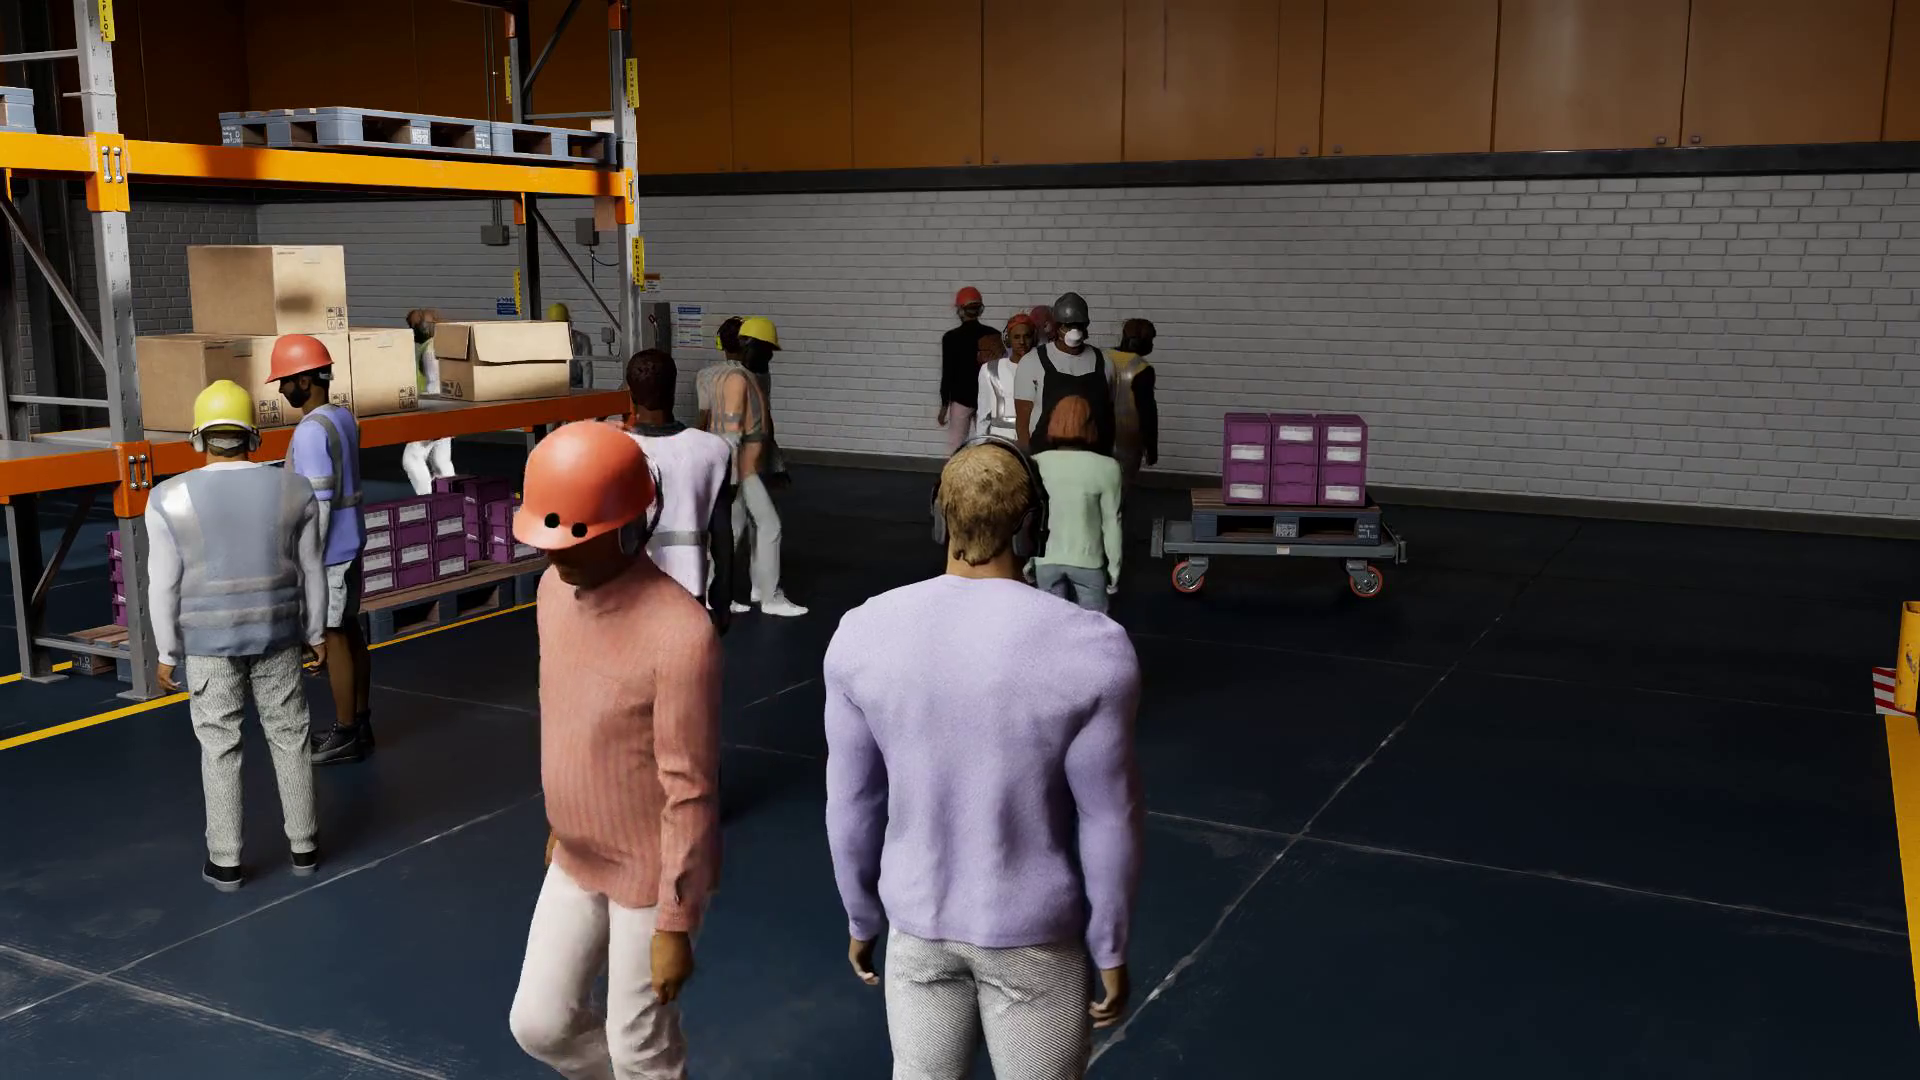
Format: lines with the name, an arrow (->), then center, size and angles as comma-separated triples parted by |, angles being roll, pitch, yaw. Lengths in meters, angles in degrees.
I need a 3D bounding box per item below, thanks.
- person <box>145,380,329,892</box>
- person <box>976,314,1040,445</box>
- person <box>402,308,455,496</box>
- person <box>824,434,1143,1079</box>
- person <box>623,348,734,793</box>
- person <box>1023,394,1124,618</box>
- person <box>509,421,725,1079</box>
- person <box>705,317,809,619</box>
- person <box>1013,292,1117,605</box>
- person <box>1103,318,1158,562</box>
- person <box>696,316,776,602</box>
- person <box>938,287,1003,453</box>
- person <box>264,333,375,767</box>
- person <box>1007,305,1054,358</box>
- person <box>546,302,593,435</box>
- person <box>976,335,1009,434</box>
person -> -2.588, 0.342, 5.996 | 0.600, 1.829, 0.404 | -6, 12, -32
person -> 0.392, -0.542, 10.973 | 0.573, 1.883, 0.355 | -1, 10, -8
person -> -4.438, -1.003, 13.788 | 0.551, 1.826, 0.652 | -2, 10, -11
person -> 0.046, 0.762, 3.263 | 0.629, 1.939, 0.371 | 3, 10, 19
person -> -1.151, 0.225, 6.426 | 0.597, 1.917, 0.378 | -6, 11, -30
person -> 0.519, 0.121, 7.890 | 0.526, 1.621, 0.520 | 3, 10, 18
person -> -0.750, 0.705, 3.537 | 0.472, 1.954, 0.691 | -9, 13, -42
person -> -1.271, -0.447, 10.439 | 0.820, 1.875, 0.601 | 0, 10, -2
person -> 0.701, -0.541, 10.504 | 0.681, 2.000, 0.538 | -3, 10, -15
person -> 1.279, -0.727, 12.275 | 0.658, 1.809, 0.657 | -6, 11, -31
person -> -1.457, -0.521, 10.884 | 0.532, 1.871, 0.319 | 0, 10, 0
person -> 0.096, -1.235, 14.671 | 0.623, 1.991, 0.397 | -6, 11, -30
person -> -2.853, 0.048, 7.423 | 0.373, 1.929, 0.542 | -1, 10, -4
person -> 0.660, -0.850, 12.744 | 0.658, 1.881, 0.669 | -6, 12, -32
person -> -3.951, -1.471, 16.584 | 0.597, 1.803, 0.538 | -1, 10, -8
person -> 0.257, -0.814, 13.262 | 0.267, 1.632, 0.509 | 1, 10, 5
